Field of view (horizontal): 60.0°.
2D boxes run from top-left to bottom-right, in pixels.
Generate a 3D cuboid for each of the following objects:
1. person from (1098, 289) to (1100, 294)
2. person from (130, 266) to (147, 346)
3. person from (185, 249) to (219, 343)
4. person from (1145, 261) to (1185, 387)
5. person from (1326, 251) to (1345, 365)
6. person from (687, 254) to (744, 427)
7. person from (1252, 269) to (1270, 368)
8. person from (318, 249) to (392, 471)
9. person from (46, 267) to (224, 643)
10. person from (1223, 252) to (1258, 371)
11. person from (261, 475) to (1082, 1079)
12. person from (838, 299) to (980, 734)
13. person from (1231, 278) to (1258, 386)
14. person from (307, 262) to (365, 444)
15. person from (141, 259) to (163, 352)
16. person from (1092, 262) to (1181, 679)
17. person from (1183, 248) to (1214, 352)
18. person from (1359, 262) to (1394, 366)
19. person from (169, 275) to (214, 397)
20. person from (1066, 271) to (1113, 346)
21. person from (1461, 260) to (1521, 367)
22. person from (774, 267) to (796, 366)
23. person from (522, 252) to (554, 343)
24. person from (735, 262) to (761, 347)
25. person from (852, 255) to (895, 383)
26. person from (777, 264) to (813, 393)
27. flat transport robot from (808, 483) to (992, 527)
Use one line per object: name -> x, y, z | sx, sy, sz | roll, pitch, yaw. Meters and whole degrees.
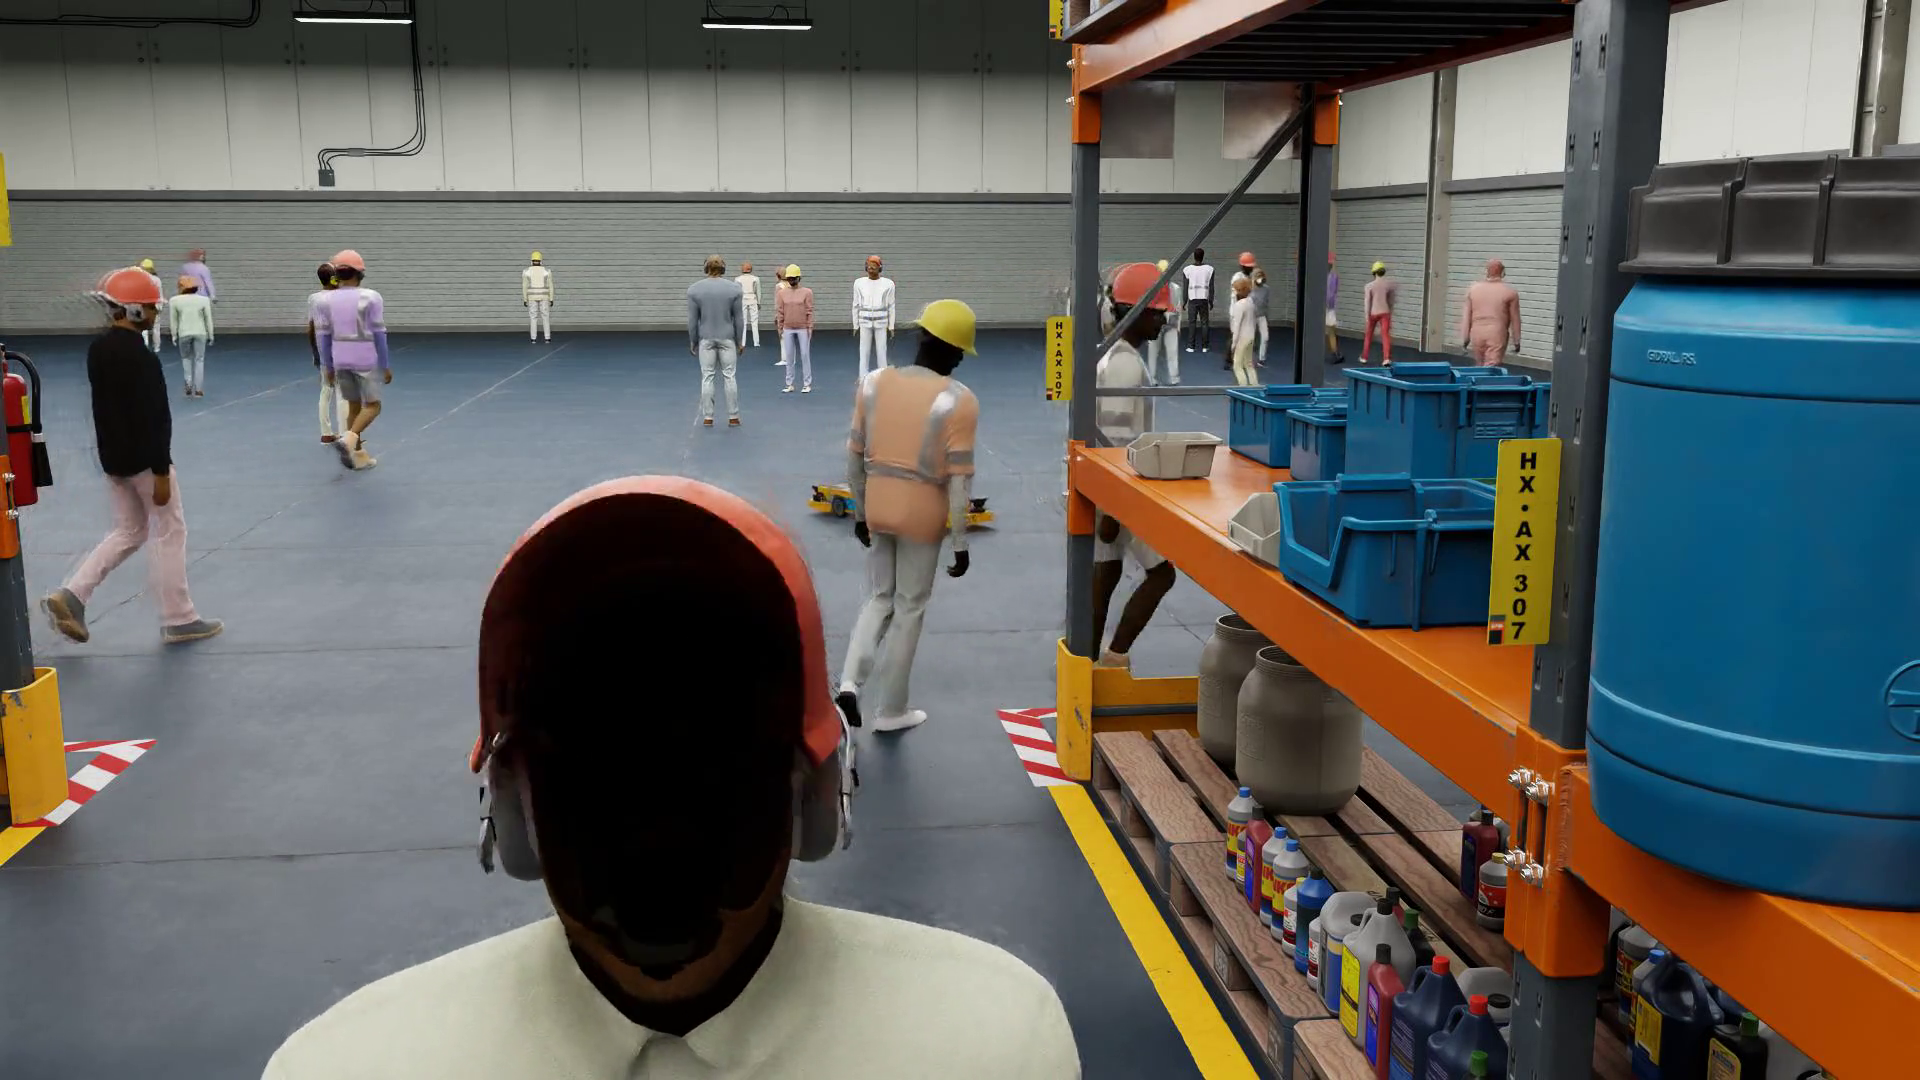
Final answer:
person -> 2.207, -3.989, 29.144 | 0.512, 1.639, 0.311 | -3, 11, -16
person -> -10.662, -2.658, 21.531 | 0.378, 1.743, 0.555 | -5, 11, -26
person -> -15.147, -4.891, 33.423 | 0.672, 1.880, 0.755 | 7, 12, 34
person -> 2.797, -2.897, 22.715 | 0.627, 1.793, 0.860 | -3, 11, -14
person -> 6.146, -3.889, 27.916 | 0.563, 1.880, 1.004 | -3, 11, -16
person -> -2.734, -2.227, 18.662 | 0.629, 1.940, 0.379 | -1, 10, -5
person -> 4.826, -3.591, 27.037 | 0.518, 1.618, 0.528 | -3, 11, -18
person -> -5.489, -1.597, 14.981 | 0.628, 2.021, 0.687 | 2, 11, 12
person -> -4.293, -0.408, 8.580 | 0.623, 1.976, 0.760 | 7, 13, 35
person -> 4.457, -3.603, 26.326 | 0.558, 1.886, 0.712 | -9, 14, -41
person -> -0.198, 0.929, 1.250 | 0.612, 1.978, 0.452 | -1, 10, -4
person -> -0.225, -0.072, 7.019 | 0.641, 1.872, 0.588 | 7, 12, 32
person -> 3.636, -2.521, 21.164 | 0.369, 1.617, 0.596 | 6, 12, 28
person -> -6.435, -1.907, 17.097 | 0.531, 1.870, 0.317 | 4, 11, 22
person -> -14.956, -4.315, 30.673 | 0.493, 1.725, 0.652 | -4, 11, -22
person -> 0.737, -0.224, 7.479 | 0.499, 2.018, 0.637 | -2, 10, -8
person -> 4.425, -4.448, 30.892 | 0.589, 1.920, 0.392 | 0, 10, 1
person -> 6.946, -3.746, 27.608 | 0.526, 1.720, 0.926 | -1, 10, -5
person -> -10.268, -2.726, 22.266 | 0.524, 1.610, 0.503 | -4, 11, -22
person -> 1.419, -2.113, 18.463 | 0.531, 1.795, 0.986 | 4, 11, 19
person -> 6.402, -2.425, 19.979 | 0.663, 1.855, 1.024 | 9, 14, 40
person -> -2.916, -3.713, 27.637 | 0.314, 1.636, 0.517 | 5, 11, 24
person -> -8.462, -4.857, 33.370 | 0.601, 1.830, 0.404 | -3, 11, -15
person -> -4.106, -4.555, 32.247 | 0.511, 1.640, 0.308 | -1, 10, -5
person -> -1.158, -2.868, 22.319 | 0.573, 1.887, 0.355 | 0, 10, 2
person -> -2.254, -2.886, 22.775 | 0.518, 1.756, 0.344 | 2, 11, 12
flat transport robot -> -0.476, -0.287, 12.599 | 0.652, 0.197, 1.431 | -9, 14, -40
